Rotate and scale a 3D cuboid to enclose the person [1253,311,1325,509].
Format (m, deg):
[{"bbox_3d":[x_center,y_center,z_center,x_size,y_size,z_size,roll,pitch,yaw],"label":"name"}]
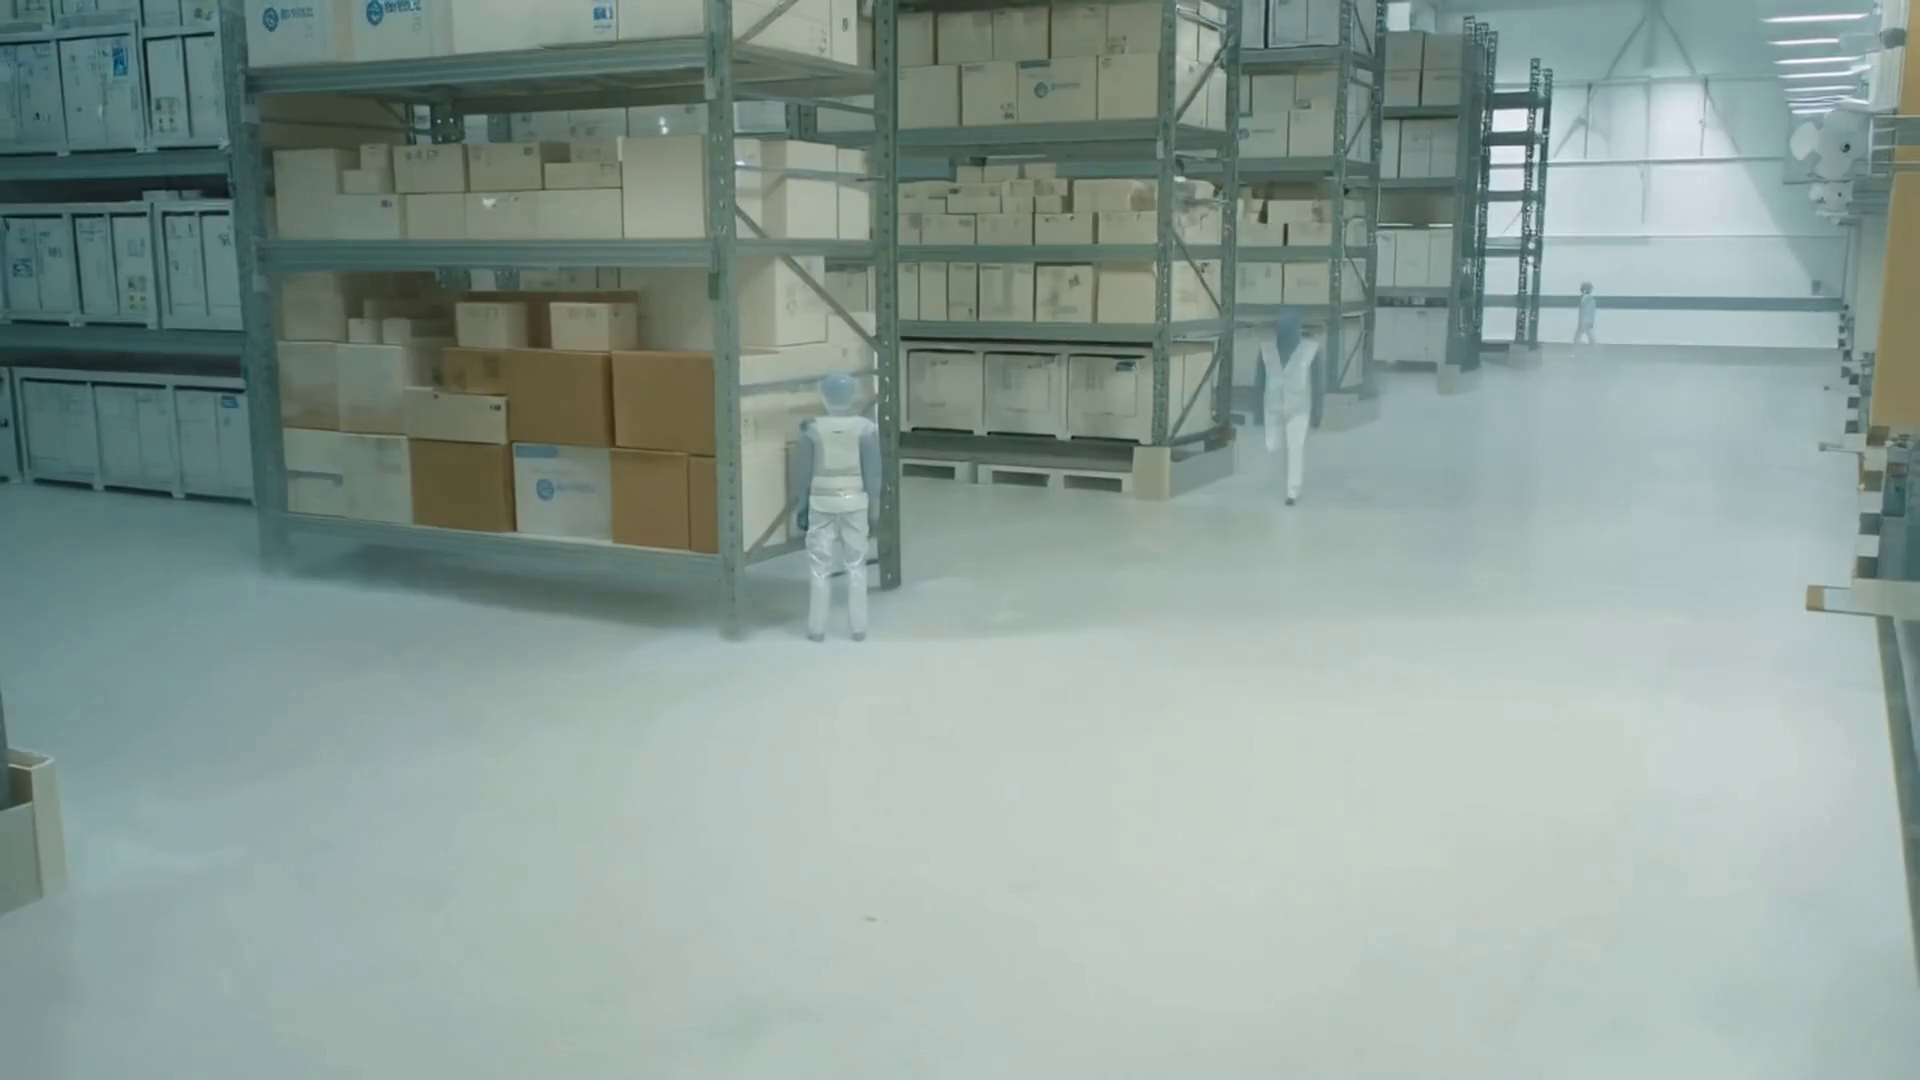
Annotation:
[{"bbox_3d":[3.069,-1.218,15.408,0.664,1.813,0.679,6,11,29],"label":"person"}]

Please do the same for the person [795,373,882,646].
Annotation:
[{"bbox_3d":[-0.722,-0.178,9.890,0.521,1.631,0.315,-3,10,-16],"label":"person"}]

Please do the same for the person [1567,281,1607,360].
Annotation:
[{"bbox_3d":[13.640,-4.741,36.057,0.563,1.727,0.733,-8,12,-37],"label":"person"}]
